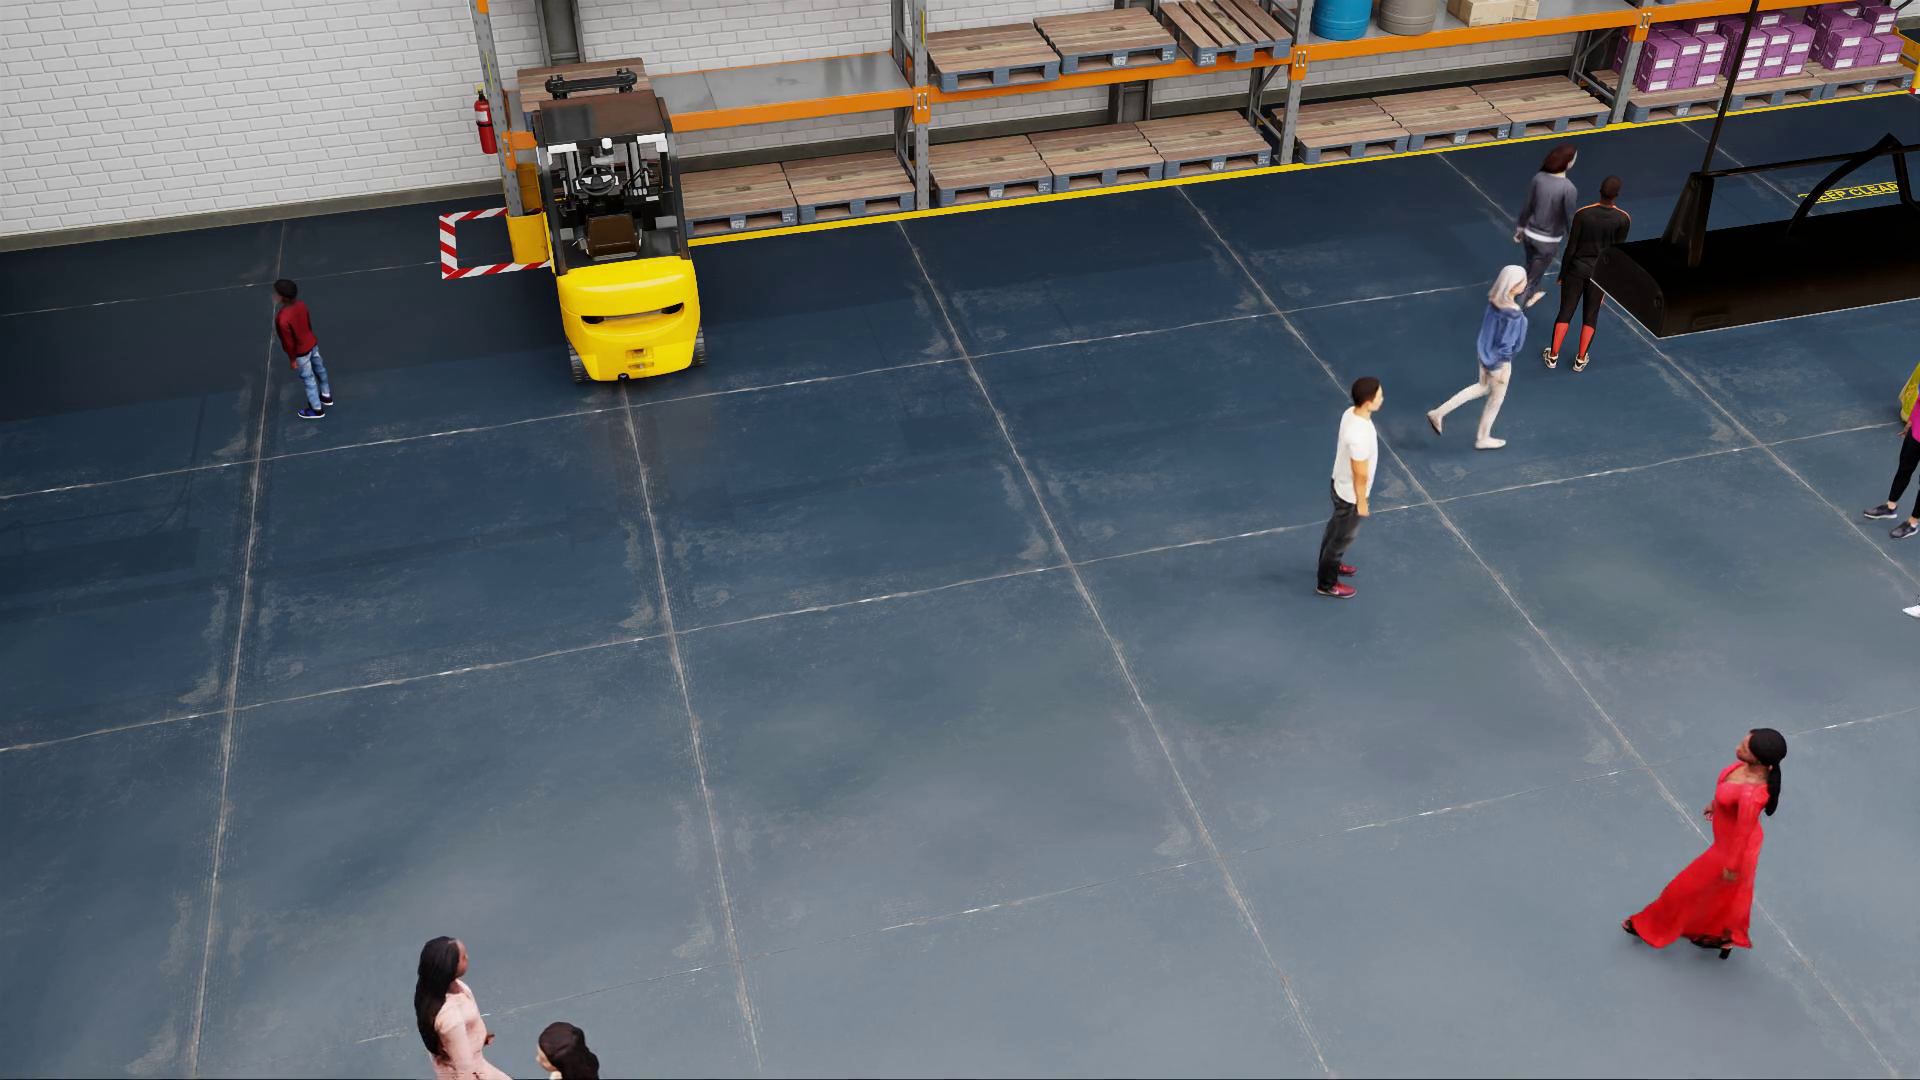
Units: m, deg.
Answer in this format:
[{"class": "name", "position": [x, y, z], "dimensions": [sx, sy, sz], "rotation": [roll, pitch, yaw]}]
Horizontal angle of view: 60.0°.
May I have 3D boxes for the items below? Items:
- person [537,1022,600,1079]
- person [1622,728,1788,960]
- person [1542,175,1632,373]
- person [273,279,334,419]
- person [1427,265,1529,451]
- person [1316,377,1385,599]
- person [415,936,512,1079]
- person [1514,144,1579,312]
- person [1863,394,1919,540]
[{"class": "person", "position": [-1.734, 2.818, 7.842], "dimensions": [0.523, 1.734, 0.554], "rotation": [-8, 39, -10]}, {"class": "person", "position": [4.346, 1.737, 9.182], "dimensions": [1.045, 1.761, 0.972], "rotation": [19, 42, 22]}, {"class": "person", "position": [5.346, -2.274, 14.158], "dimensions": [0.652, 1.808, 0.770], "rotation": [11, 40, 13]}, {"class": "person", "position": [-5.437, -1.600, 13.756], "dimensions": [0.600, 1.256, 0.576], "rotation": [8, 39, 10]}, {"class": "person", "position": [4.162, -1.419, 13.197], "dimensions": [0.942, 1.682, 0.703], "rotation": [-4, 39, -5]}, {"class": "person", "position": [2.742, -0.373, 11.790], "dimensions": [0.692, 1.803, 0.722], "rotation": [5, 39, 6]}, {"class": "person", "position": [-2.514, 2.610, 8.133], "dimensions": [0.900, 1.695, 0.763], "rotation": [-18, 42, -21]}, {"class": "person", "position": [5.072, -2.626, 14.649], "dimensions": [1.032, 1.746, 0.826], "rotation": [-24, 44, -27]}, {"class": "person", "position": [7.235, -0.768, 12.368], "dimensions": [0.539, 1.699, 0.577], "rotation": [-10, 40, -13]}]
